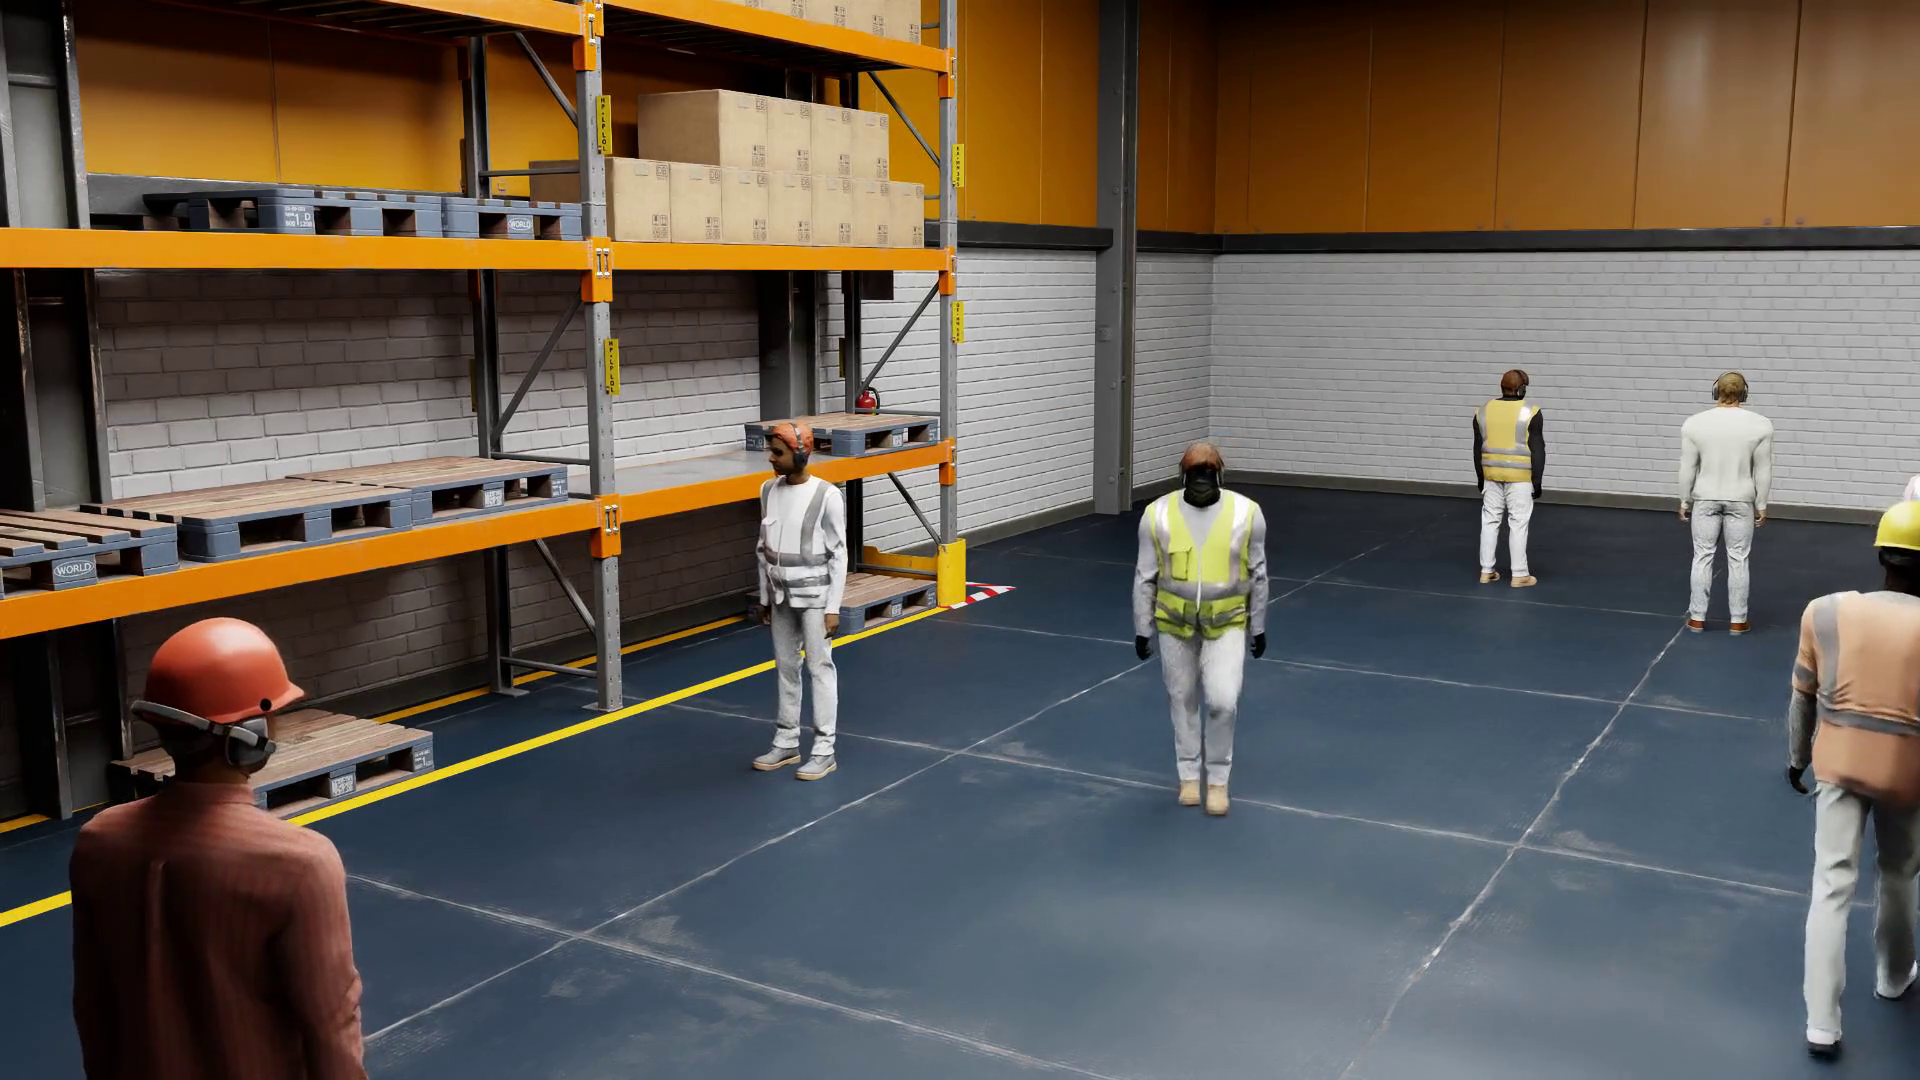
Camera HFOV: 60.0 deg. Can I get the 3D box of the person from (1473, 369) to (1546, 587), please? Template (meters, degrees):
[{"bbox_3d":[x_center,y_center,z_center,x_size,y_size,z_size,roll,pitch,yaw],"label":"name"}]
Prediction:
[{"bbox_3d":[4.669,-0.525,14.119,0.626,1.844,0.429,9,13,44],"label":"person"}]

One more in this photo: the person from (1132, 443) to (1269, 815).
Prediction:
[{"bbox_3d":[1.164,0.440,8.136,0.661,1.824,0.595,2,9,13],"label":"person"}]

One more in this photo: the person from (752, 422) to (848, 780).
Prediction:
[{"bbox_3d":[-0.843,0.316,8.744,0.574,1.881,0.358,7,11,37],"label":"person"}]

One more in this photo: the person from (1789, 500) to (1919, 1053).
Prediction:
[{"bbox_3d":[3.188,0.794,5.779,0.608,1.877,0.987,7,11,37],"label":"person"}]

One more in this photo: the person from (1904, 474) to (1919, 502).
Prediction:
[{"bbox_3d":[5.377,0.292,9.020,0.430,1.843,0.625,-7,12,-38],"label":"person"}]

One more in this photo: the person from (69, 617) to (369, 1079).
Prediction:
[{"bbox_3d":[-1.417,1.137,3.268,0.612,1.994,0.395,3,10,17],"label":"person"}]

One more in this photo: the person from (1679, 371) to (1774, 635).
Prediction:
[{"bbox_3d":[5.600,-0.268,12.208,0.627,1.940,0.370,4,10,26],"label":"person"}]
